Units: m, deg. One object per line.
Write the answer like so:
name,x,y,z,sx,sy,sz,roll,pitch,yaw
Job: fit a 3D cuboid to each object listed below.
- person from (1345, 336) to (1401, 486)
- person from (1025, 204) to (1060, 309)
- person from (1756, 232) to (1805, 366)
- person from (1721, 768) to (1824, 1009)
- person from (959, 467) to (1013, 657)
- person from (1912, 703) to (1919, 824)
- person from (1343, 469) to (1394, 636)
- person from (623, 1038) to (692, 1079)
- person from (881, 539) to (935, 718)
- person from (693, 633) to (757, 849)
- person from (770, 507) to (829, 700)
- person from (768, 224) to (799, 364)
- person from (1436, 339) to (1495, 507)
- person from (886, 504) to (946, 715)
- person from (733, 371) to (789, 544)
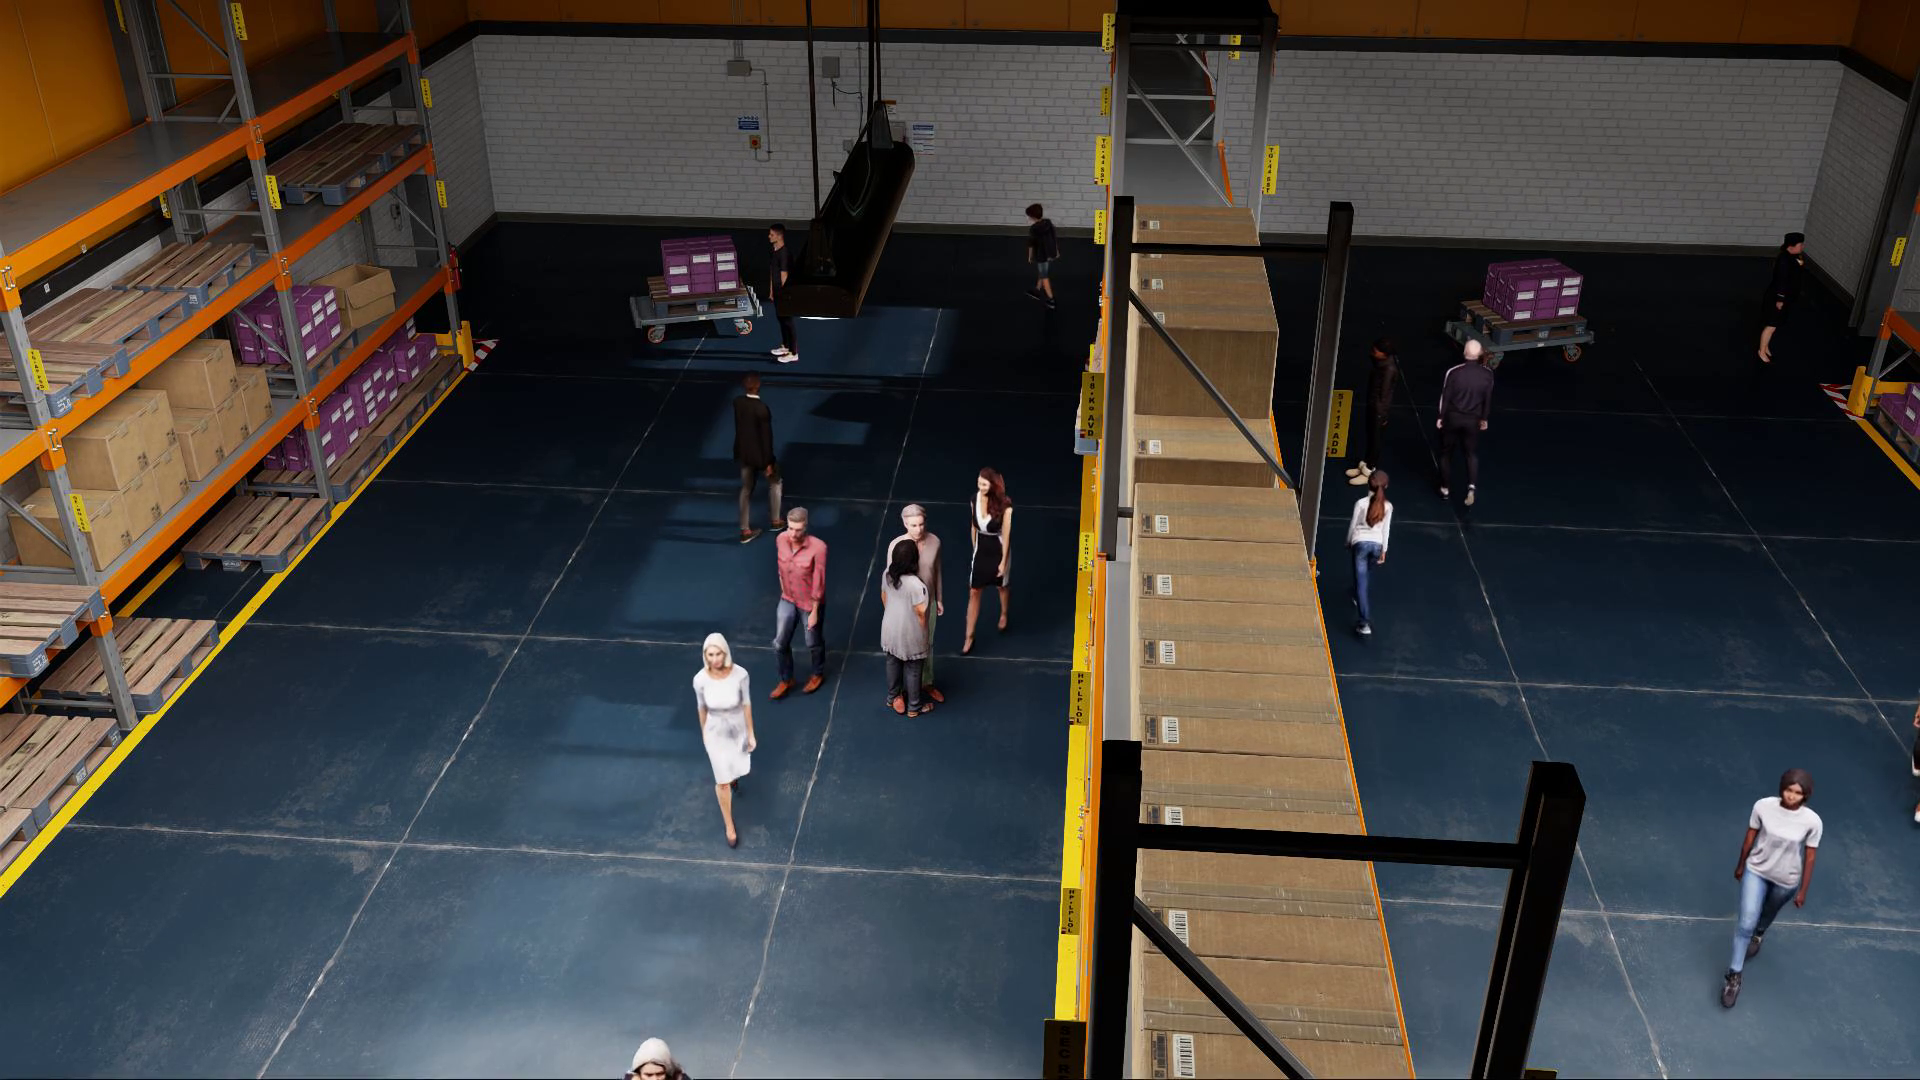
person,4.481,-1.397,17.759,0.657,1.661,0.606,16,32,26
person,1.171,-3.832,22.486,0.878,1.409,0.932,-17,33,-28
person,10.213,-3.017,20.719,0.863,1.671,0.745,18,33,29
person,5.434,2.225,11.105,0.926,1.675,1.198,16,33,27
person,0.331,0.135,14.850,0.886,1.758,1.179,14,31,23
person,7.512,1.415,12.679,0.932,1.589,1.188,18,33,29
person,3.708,0.131,15.113,0.631,1.514,1.141,-2,29,-4
person,-1.618,3.326,9.017,0.687,1.741,0.748,-2,29,-4
person,-0.459,0.723,13.926,0.766,1.611,0.818,24,36,36
person,-1.752,1.425,12.517,0.793,1.727,1.050,-7,29,-12
person,-1.274,0.486,14.154,0.833,1.807,0.901,14,32,24
person,-2.206,-3.091,20.758,0.768,1.763,0.667,-14,32,-25
person,5.199,-1.167,17.174,0.700,1.817,0.953,0,29,1
person,-0.386,0.537,13.990,0.766,1.876,0.776,-12,31,-21
person,-2.089,-0.784,16.514,0.915,1.778,1.008,19,34,31
